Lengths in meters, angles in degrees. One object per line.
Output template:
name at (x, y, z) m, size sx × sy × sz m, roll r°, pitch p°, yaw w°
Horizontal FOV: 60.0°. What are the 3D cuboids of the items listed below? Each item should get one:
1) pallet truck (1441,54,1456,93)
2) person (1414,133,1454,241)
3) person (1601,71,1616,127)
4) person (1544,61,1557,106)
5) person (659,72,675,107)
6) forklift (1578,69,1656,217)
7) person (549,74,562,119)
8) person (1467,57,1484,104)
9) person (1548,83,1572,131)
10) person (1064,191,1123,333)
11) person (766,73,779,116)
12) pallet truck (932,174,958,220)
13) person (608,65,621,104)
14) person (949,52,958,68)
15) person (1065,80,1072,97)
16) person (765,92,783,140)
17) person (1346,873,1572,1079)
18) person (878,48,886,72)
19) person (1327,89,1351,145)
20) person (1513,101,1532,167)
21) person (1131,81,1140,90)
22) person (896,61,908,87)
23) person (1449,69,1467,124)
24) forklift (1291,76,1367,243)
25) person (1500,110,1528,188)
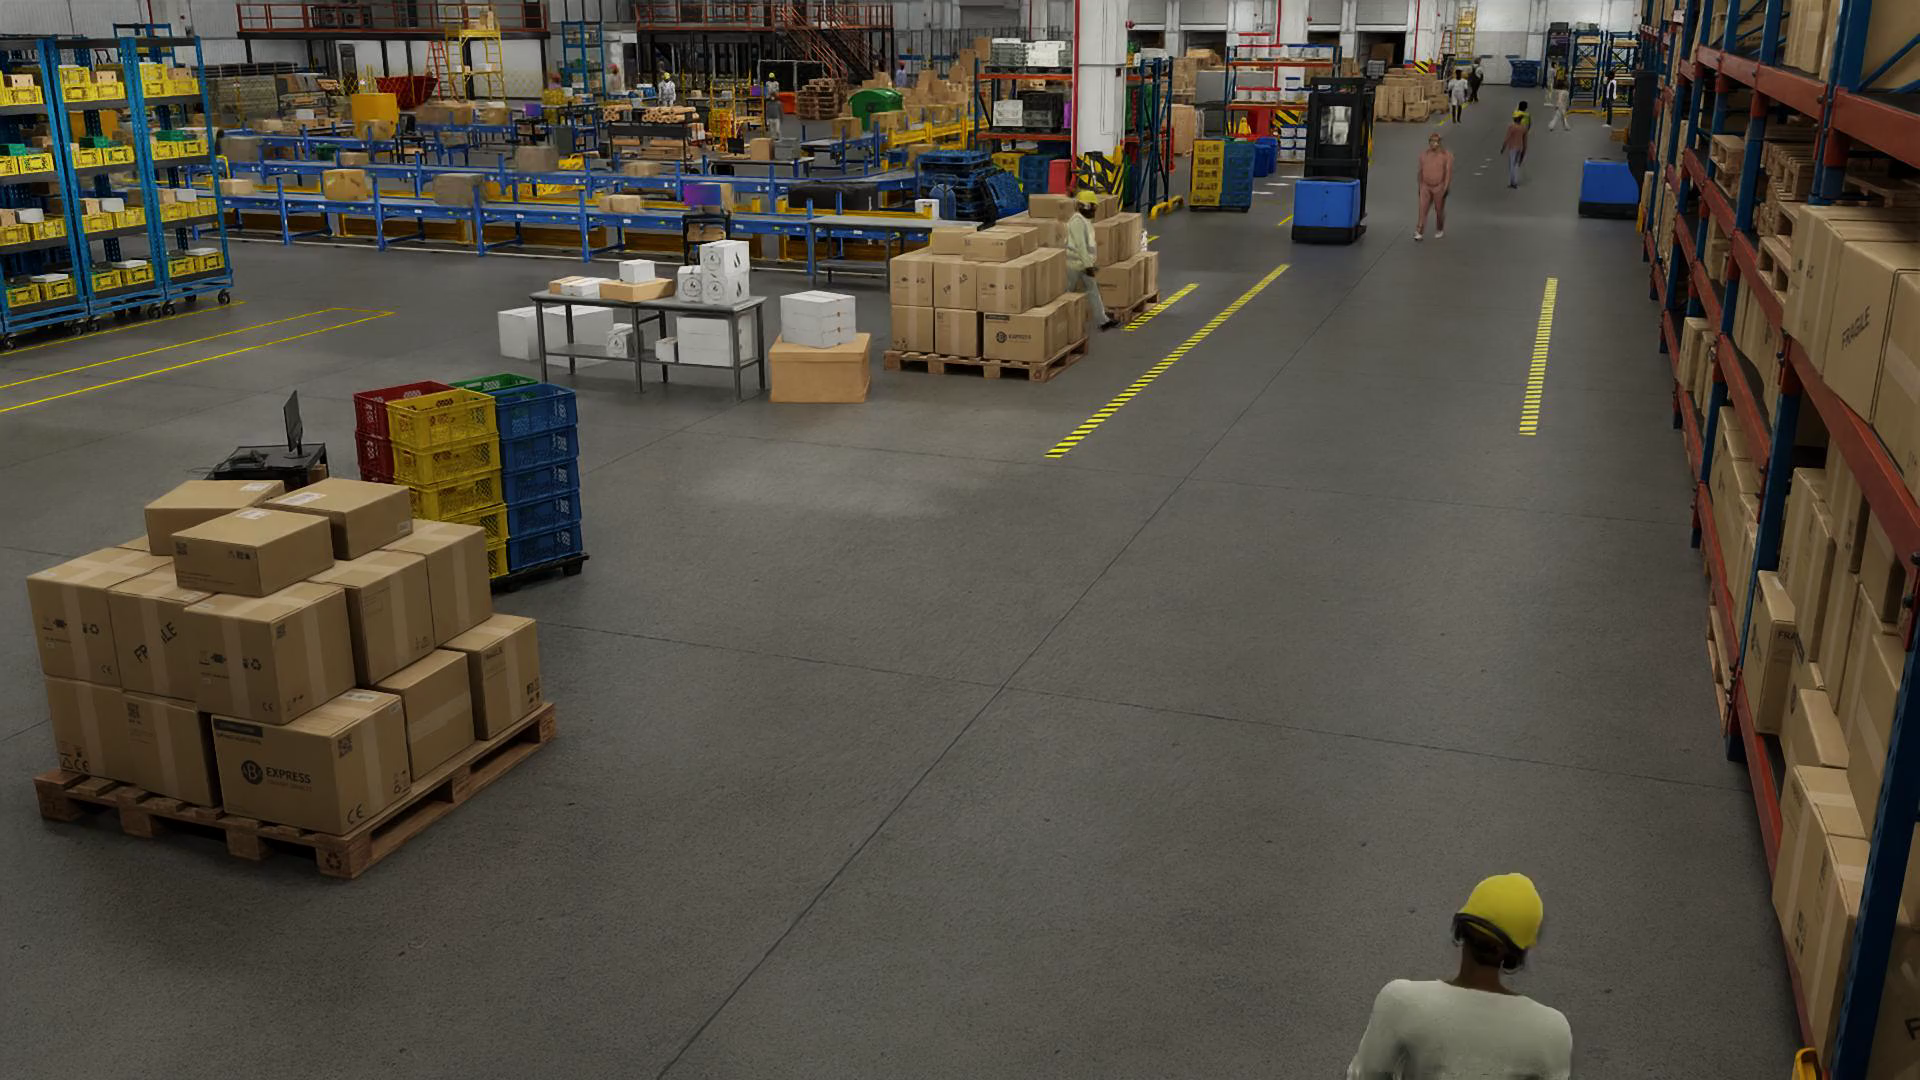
pallet truck at (22.765, -21.886, 78.355) m, size 0.823 × 1.965 × 1.885 m, roll -4°, pitch 18°, yaw -14°
person at (8.404, -6.262, 29.491) m, size 0.636 × 1.867 × 0.985 m, roll 10°, pitch 20°, yaw 28°
person at (22.801, -15.462, 58.298) m, size 0.391 × 1.920 × 0.593 m, roll 6°, pitch 19°, yaw 19°
person at (25.297, -19.520, 71.156) m, size 0.334 × 1.861 × 0.497 m, roll -8°, pitch 19°, yaw -23°
person at (-10.436, -15.740, 59.335) m, size 0.595 × 1.824 × 0.404 m, roll -8°, pitch 19°, yaw -23°
forklift at (13.219, -7.740, 32.475) m, size 1.873 × 2.768 × 1.129 m, roll 6°, pitch 19°, yaw 18°
person at (-13.576, -14.775, 56.199) m, size 0.580 × 1.880 × 1.006 m, roll 10°, pitch 20°, yaw 28°
person at (22.479, -20.015, 72.406) m, size 1.044 × 2.000 × 0.693 m, roll -13°, pitch 22°, yaw -36°
person at (20.436, -14.707, 56.462) m, size 0.879 × 1.586 × 0.524 m, roll -2°, pitch 18°, yaw -6°
person at (1.568, -3.469, 20.873) m, size 0.939 × 1.764 × 0.609 m, roll 7°, pitch 19°, yaw 21°
person at (-6.905, -16.309, 61.246) m, size 0.493 × 1.743 × 0.295 m, roll -2°, pitch 18°, yaw -5°
pallet truck at (-0.507, -5.292, 27.348) m, size 0.653 × 1.274 × 1.630 m, roll 6°, pitch 19°, yaw 19°
person at (-12.983, -17.001, 63.050) m, size 0.857 × 1.960 × 0.663 m, roll 11°, pitch 21°, yaw 32°
person at (-0.262, -24.207, 85.866) m, size 0.600 × 1.879 × 0.992 m, roll 4°, pitch 18°, yaw 12°
person at (3.399, -13.189, 51.194) m, size 0.660 × 1.892 × 0.619 m, roll 8°, pitch 19°, yaw 24°
person at (-5.547, -12.521, 49.541) m, size 0.507 × 1.622 × 0.347 m, roll 4°, pitch 18°, yaw 12°
person at (1.349, 1.744, 4.597) m, size 0.586 × 1.704 × 0.809 m, roll 1°, pitch 18°, yaw 3°
person at (-4.497, -27.336, 95.729) m, size 0.505 × 1.845 × 0.346 m, roll -11°, pitch 21°, yaw -31°
person at (9.764, -10.457, 42.430) m, size 0.634 × 2.001 × 0.964 m, roll 10°, pitch 20°, yaw 29°
person at (14.626, -10.585, 43.368) m, size 0.539 × 1.683 × 0.369 m, roll -2°, pitch 18°, yaw -7°
person at (8.208, -21.787, 78.323) m, size 0.993 × 1.840 × 0.584 m, roll -5°, pitch 18°, yaw -16°
person at (-2.417, -19.198, 70.096) m, size 0.980 × 1.884 × 0.561 m, roll 13°, pitch 22°, yaw 35°
person at (17.978, -16.018, 60.034) m, size 0.636 × 1.929 × 0.897 m, roll 6°, pitch 19°, yaw 18°
forklift at (6.598, -6.755, 29.381) m, size 1.129 × 2.768 × 1.873 m, roll 6°, pitch 19°, yaw 19°
person at (12.712, -8.980, 38.208) m, size 0.528 × 1.750 × 0.524 m, roll -7°, pitch 19°, yaw -22°
